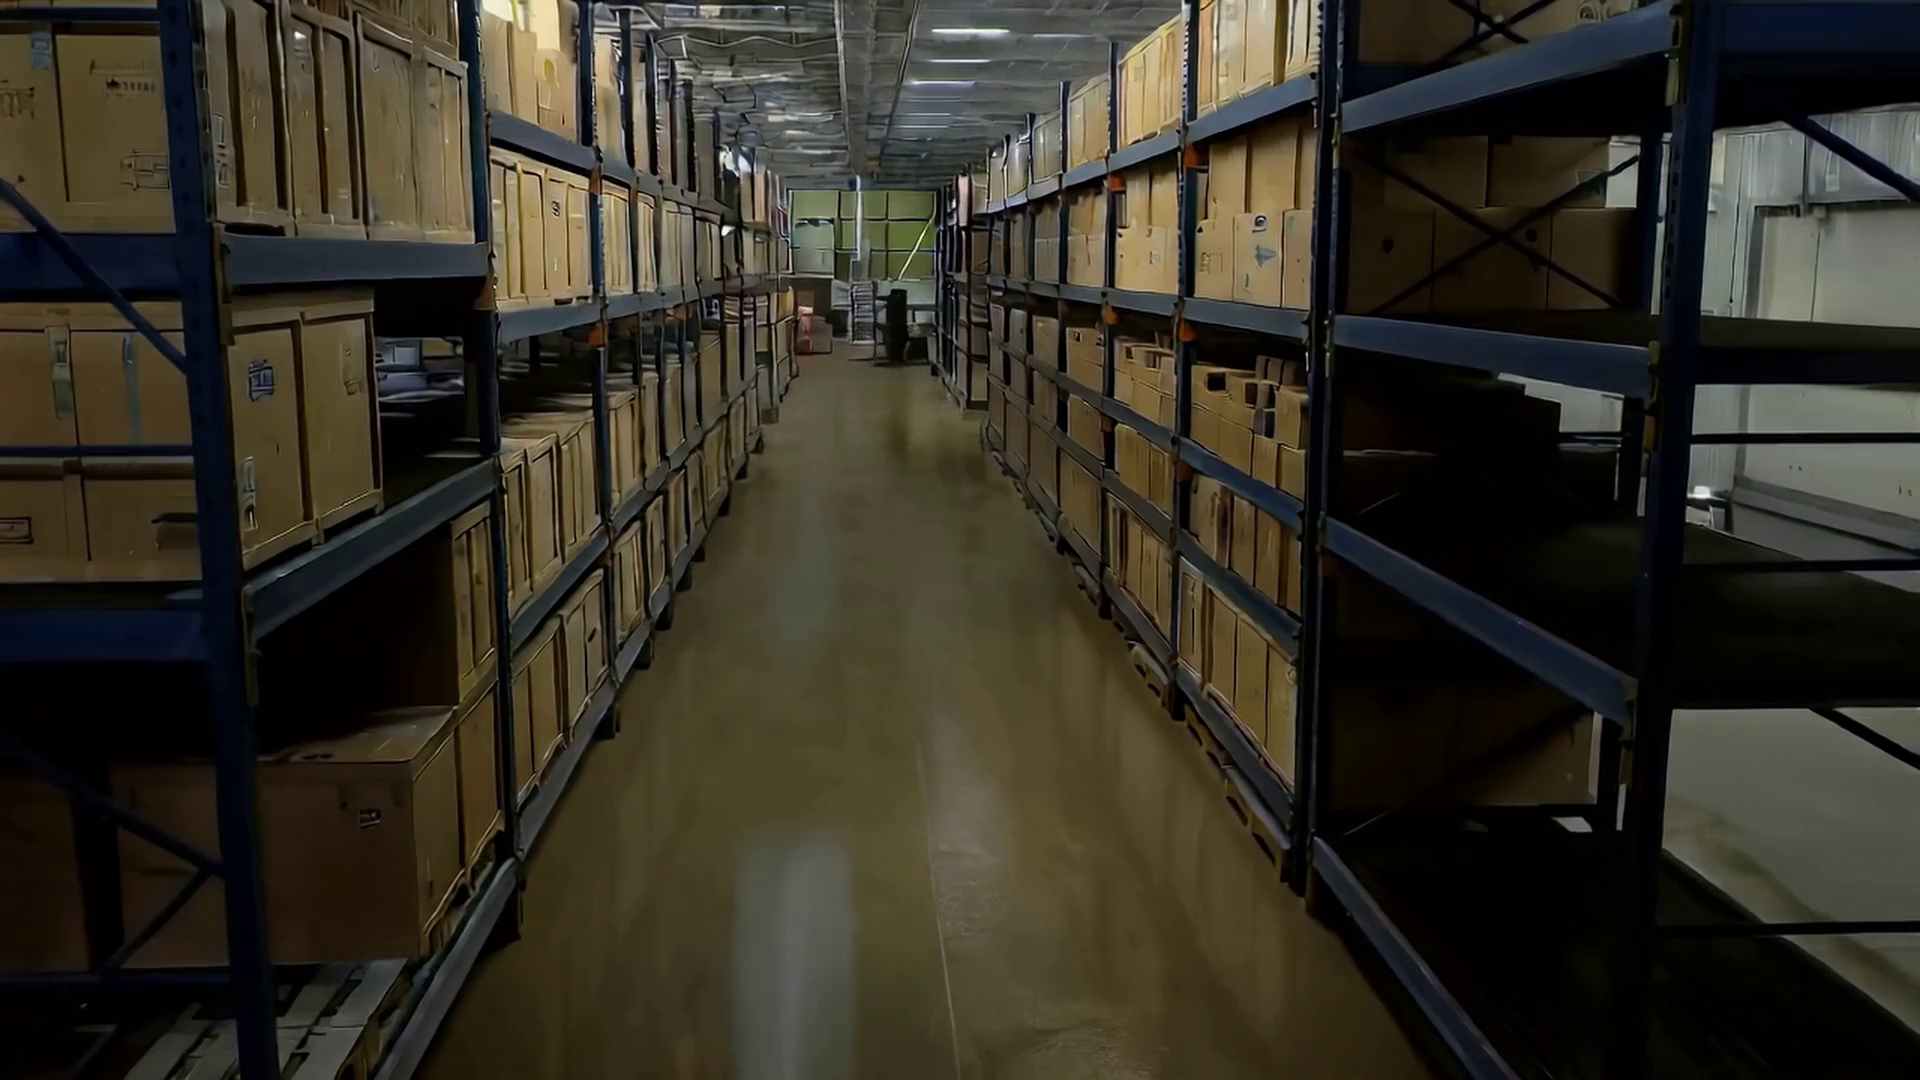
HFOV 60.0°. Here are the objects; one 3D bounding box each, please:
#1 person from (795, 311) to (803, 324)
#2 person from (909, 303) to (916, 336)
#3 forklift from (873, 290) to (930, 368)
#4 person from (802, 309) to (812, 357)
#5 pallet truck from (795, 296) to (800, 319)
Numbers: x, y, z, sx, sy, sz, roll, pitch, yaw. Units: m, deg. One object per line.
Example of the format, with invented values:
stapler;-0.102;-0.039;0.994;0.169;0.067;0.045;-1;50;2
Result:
person;-7.074;-9.319;73.804;0.540;1.652;0.857;-3;10;-17
person;-2.470;-11.504;86.742;0.320;1.685;0.542;3;10;19
forklift;-2.125;-7.693;60.422;1.873;2.768;1.129;-3;10;-19
person;-6.160;-8.356;67.235;0.406;1.916;0.554;-3;10;-18
pallet truck;-8.622;-12.439;91.403;1.885;1.965;0.823;2;10;13
